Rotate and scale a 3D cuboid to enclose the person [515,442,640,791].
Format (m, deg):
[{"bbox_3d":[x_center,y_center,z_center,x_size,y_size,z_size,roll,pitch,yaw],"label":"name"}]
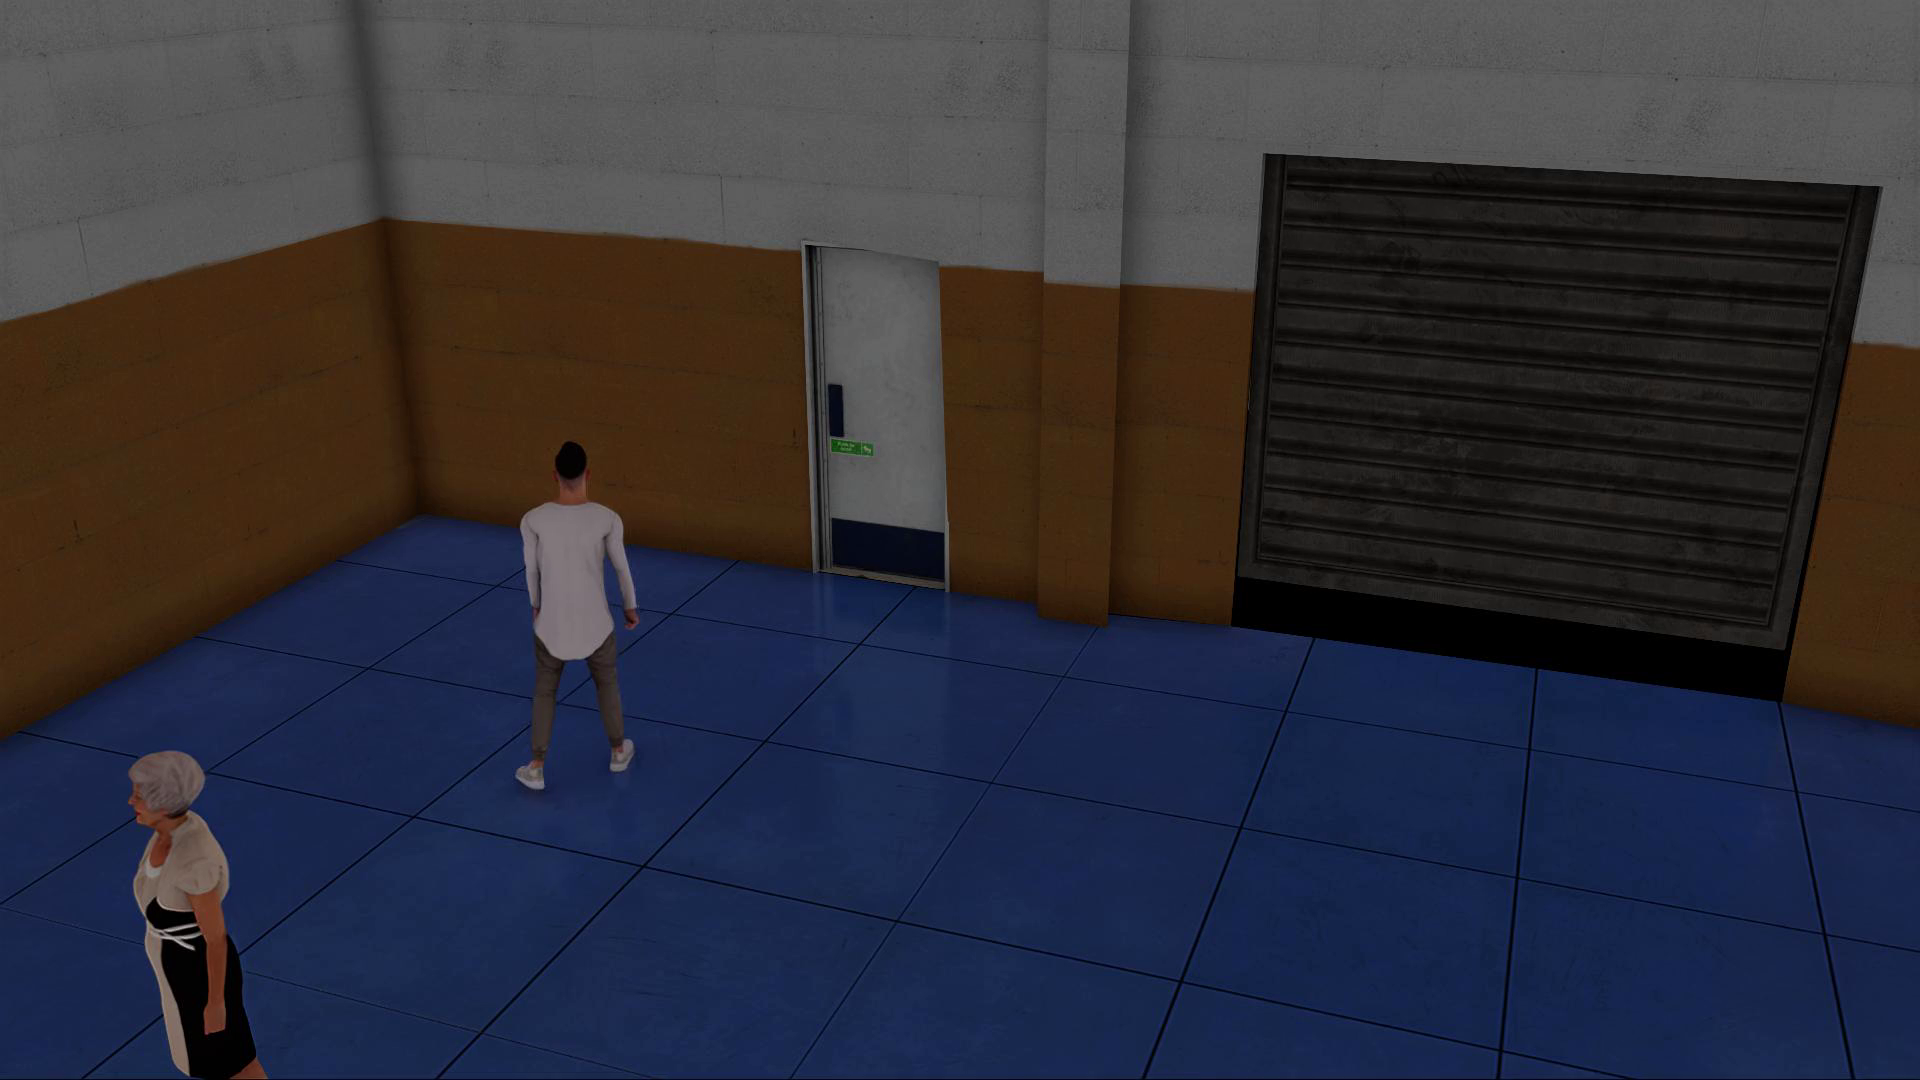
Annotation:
[{"bbox_3d":[-1.976,0.386,8.615,0.933,1.823,1.056,-5,22,-11],"label":"person"}]

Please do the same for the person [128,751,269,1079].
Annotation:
[{"bbox_3d":[-2.649,1.529,5.863,0.774,1.754,0.673,-14,26,-31],"label":"person"}]
